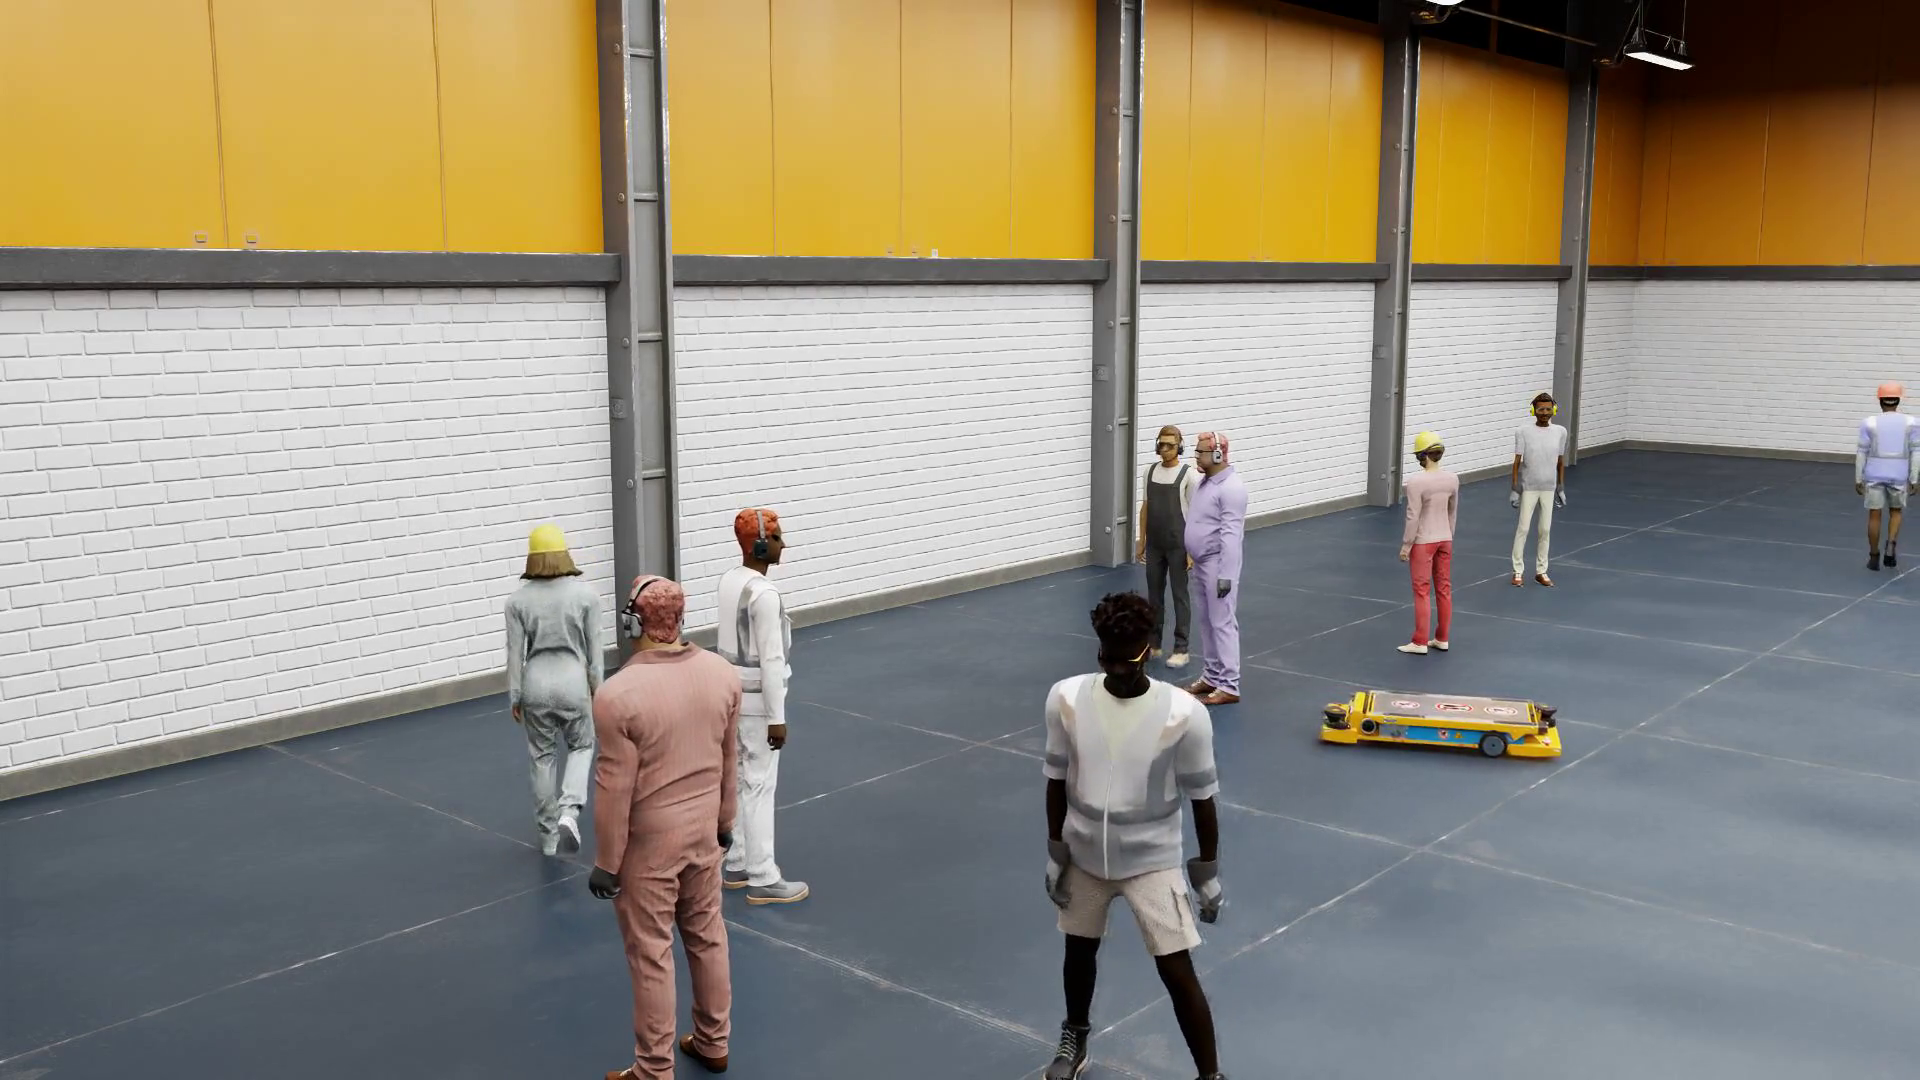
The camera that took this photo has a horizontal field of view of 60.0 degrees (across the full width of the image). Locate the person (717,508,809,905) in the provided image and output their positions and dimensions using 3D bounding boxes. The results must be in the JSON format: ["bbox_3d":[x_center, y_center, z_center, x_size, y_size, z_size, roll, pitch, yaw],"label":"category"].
[{"bbox_3d":[-0.974,0.784,7.935,0.358,1.882,0.574,-5,10,-29],"label":"person"}]

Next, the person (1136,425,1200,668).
[{"bbox_3d":[1.574,0.046,12.679,0.514,1.845,0.338,7,12,38],"label":"person"}]

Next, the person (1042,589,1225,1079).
[{"bbox_3d":[0.649,1.110,5.814,0.779,1.923,0.550,4,10,23],"label":"person"}]

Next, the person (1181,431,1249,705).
[{"bbox_3d":[1.759,0.191,11.623,0.401,1.901,0.647,-2,9,-11],"label":"person"}]

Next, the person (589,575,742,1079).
[{"bbox_3d":[-1.090,1.071,6.056,0.404,1.906,0.651,7,12,39],"label":"person"}]

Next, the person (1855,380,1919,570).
[{"bbox_3d":[9.346,-0.648,16.792,0.579,1.920,0.399,3,10,21],"label":"person"}]

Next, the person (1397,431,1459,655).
[{"bbox_3d":[3.673,0.026,13.081,0.524,1.760,0.327,-5,10,-29],"label":"person"}]

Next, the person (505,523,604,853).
[{"bbox_3d":[-2.059,0.775,8.477,0.499,1.720,0.475,-1,9,-5],"label":"person"}]

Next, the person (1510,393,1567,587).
[{"bbox_3d":[5.536,-0.479,15.906,0.535,1.868,0.309,0,9,1],"label":"person"}]

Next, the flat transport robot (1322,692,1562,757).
[{"bbox_3d":[3.068,1.158,10.626,1.431,0.197,0.652,3,9,16],"label":"flat transport robot"}]
